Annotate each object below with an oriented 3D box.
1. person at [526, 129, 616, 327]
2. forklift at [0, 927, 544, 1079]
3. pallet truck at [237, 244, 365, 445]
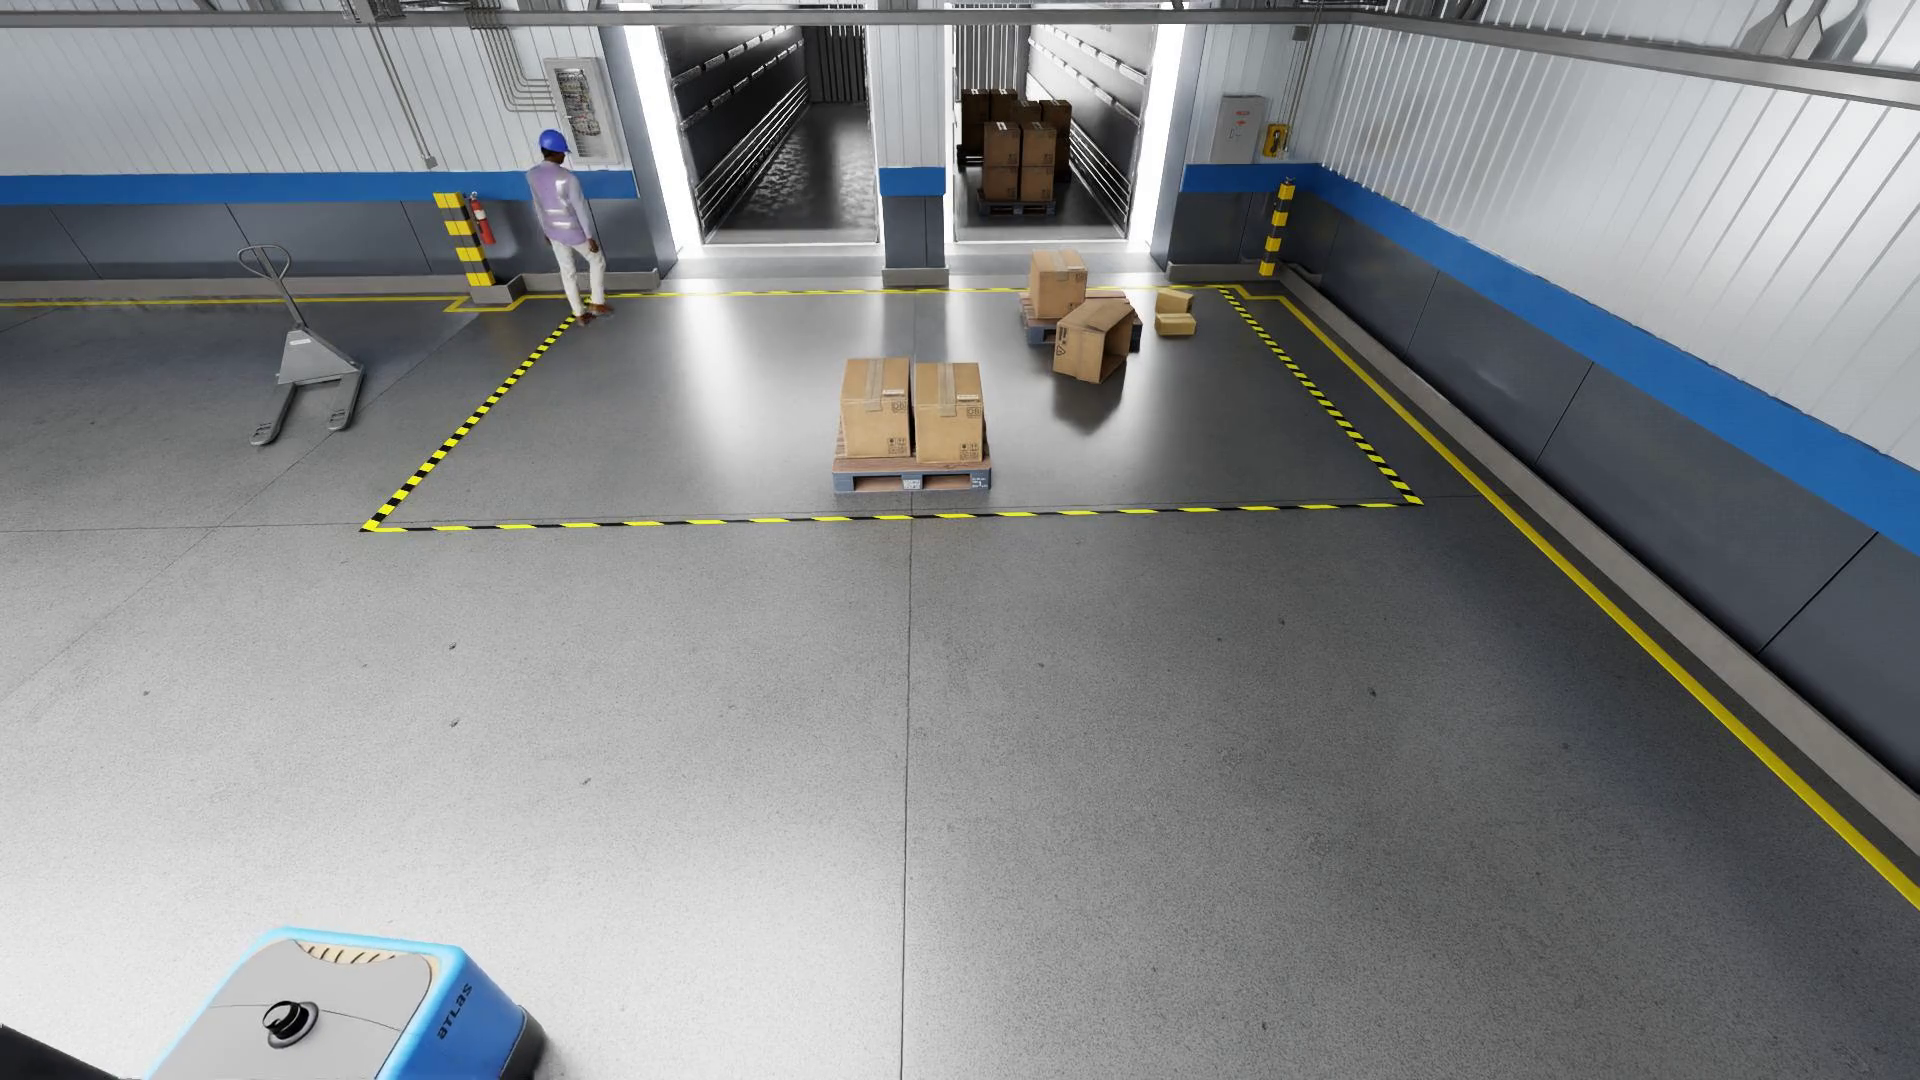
[{"bbox_3d":[-4.101,-3.239,7.723,0.679,1.909,0.498,8,39,11],"label":"person"},{"bbox_3d":[-1.951,1.338,1.851,0.716,2.013,0.776,3,39,4],"label":"forklift"},{"bbox_3d":[-5.915,-1.733,6.366,0.680,1.201,1.601,-18,42,-21],"label":"pallet truck"}]
